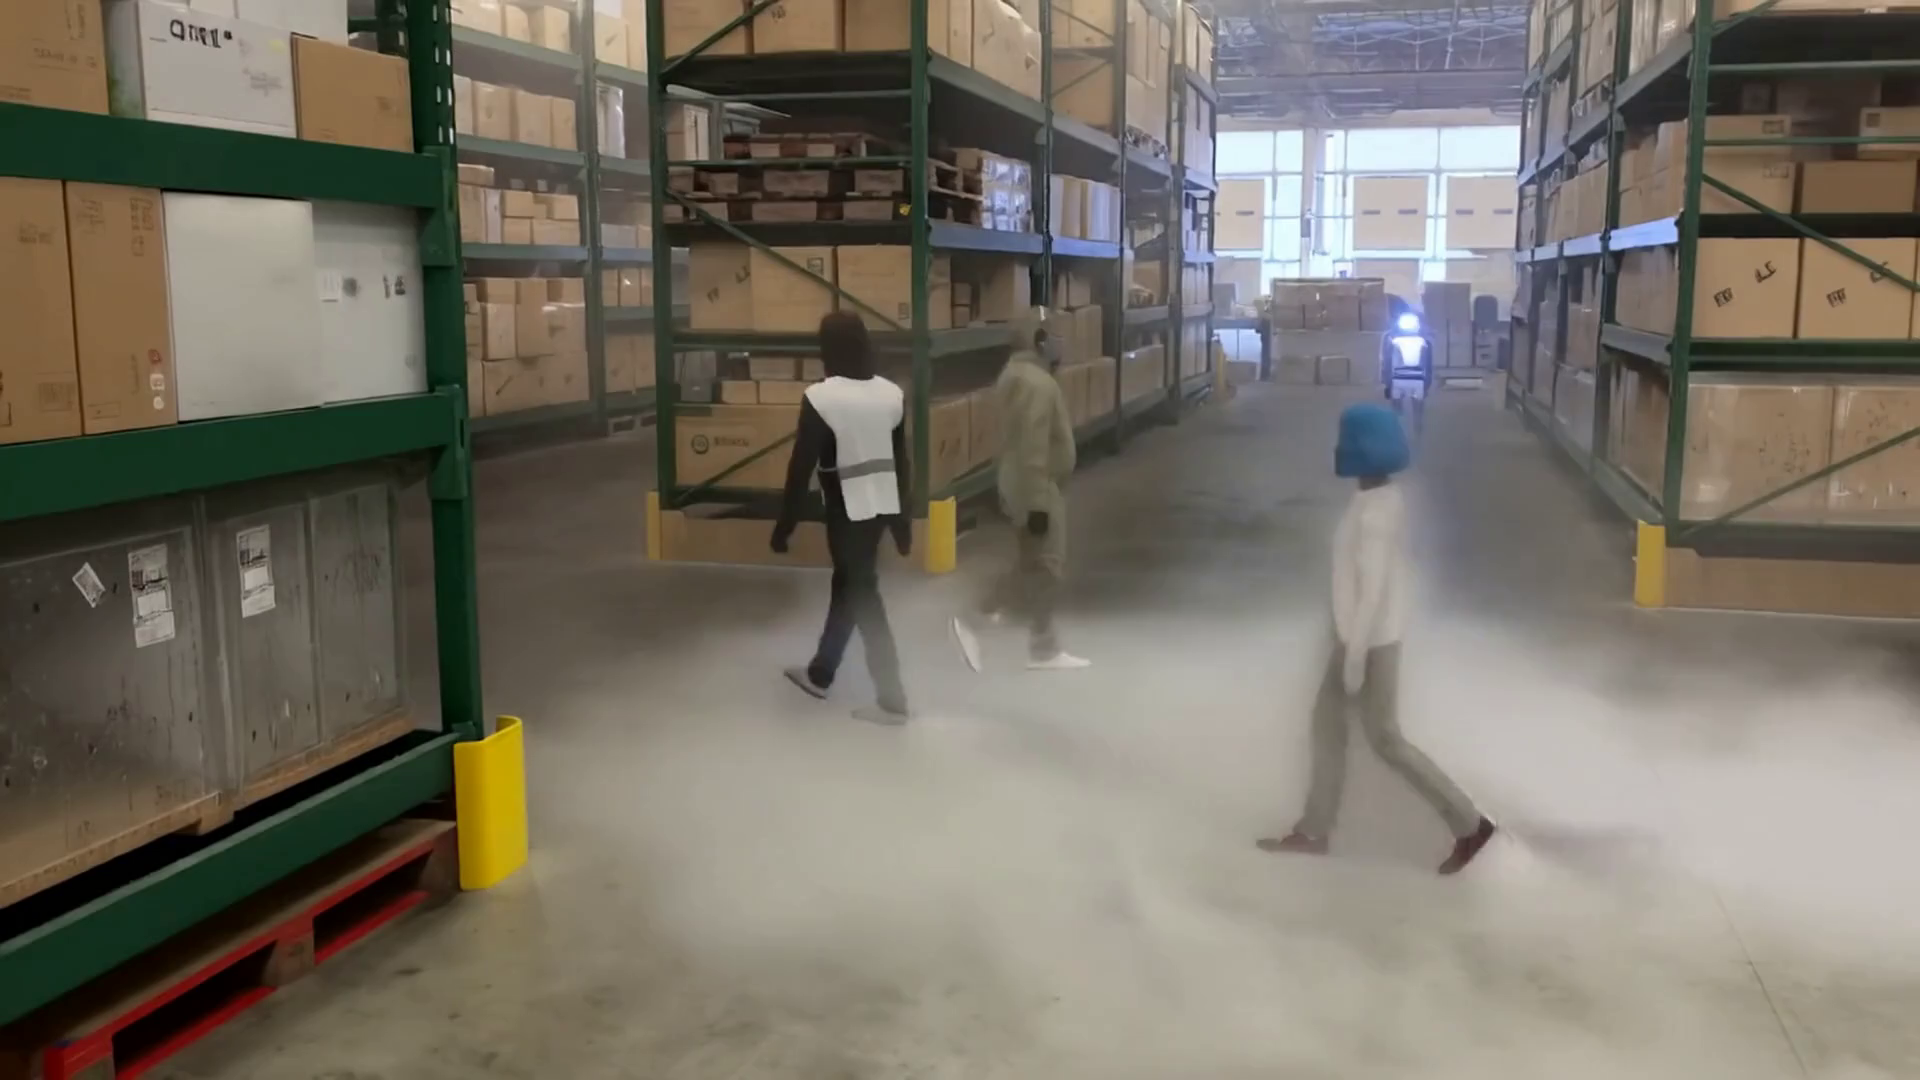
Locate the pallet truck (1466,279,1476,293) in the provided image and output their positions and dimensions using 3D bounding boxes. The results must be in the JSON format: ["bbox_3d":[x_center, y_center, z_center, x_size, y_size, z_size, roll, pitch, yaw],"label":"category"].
[{"bbox_3d":[18.896,-8.459,60.307,1.885,1.965,0.823,5,10,31],"label":"pallet truck"}]

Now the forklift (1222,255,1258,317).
[{"bbox_3d":[9.336,-8.492,57.723,1.873,2.768,1.129,0,9,-3],"label":"forklift"}]

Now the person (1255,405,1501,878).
[{"bbox_3d":[1.438,0.345,5.624,0.765,1.608,0.505,3,9,17],"label":"person"}]

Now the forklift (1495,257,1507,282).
[{"bbox_3d":[14.713,-6.386,44.345,1.873,2.768,1.129,-6,11,-34],"label":"forklift"}]

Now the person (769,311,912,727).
[{"bbox_3d":[-0.581,-0.107,7.666,0.969,1.869,0.598,7,11,36],"label":"person"}]

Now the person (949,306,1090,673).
[{"bbox_3d":[0.314,-0.232,8.394,0.692,1.888,0.656,-2,9,-11],"label":"person"}]

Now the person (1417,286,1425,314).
[{"bbox_3d":[14.915,-7.254,52.983,0.651,1.885,0.999,1,9,4],"label":"person"}]

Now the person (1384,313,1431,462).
[{"bbox_3d":[4.929,-1.668,18.312,0.517,1.637,0.309,-1,9,-4],"label":"person"}]
